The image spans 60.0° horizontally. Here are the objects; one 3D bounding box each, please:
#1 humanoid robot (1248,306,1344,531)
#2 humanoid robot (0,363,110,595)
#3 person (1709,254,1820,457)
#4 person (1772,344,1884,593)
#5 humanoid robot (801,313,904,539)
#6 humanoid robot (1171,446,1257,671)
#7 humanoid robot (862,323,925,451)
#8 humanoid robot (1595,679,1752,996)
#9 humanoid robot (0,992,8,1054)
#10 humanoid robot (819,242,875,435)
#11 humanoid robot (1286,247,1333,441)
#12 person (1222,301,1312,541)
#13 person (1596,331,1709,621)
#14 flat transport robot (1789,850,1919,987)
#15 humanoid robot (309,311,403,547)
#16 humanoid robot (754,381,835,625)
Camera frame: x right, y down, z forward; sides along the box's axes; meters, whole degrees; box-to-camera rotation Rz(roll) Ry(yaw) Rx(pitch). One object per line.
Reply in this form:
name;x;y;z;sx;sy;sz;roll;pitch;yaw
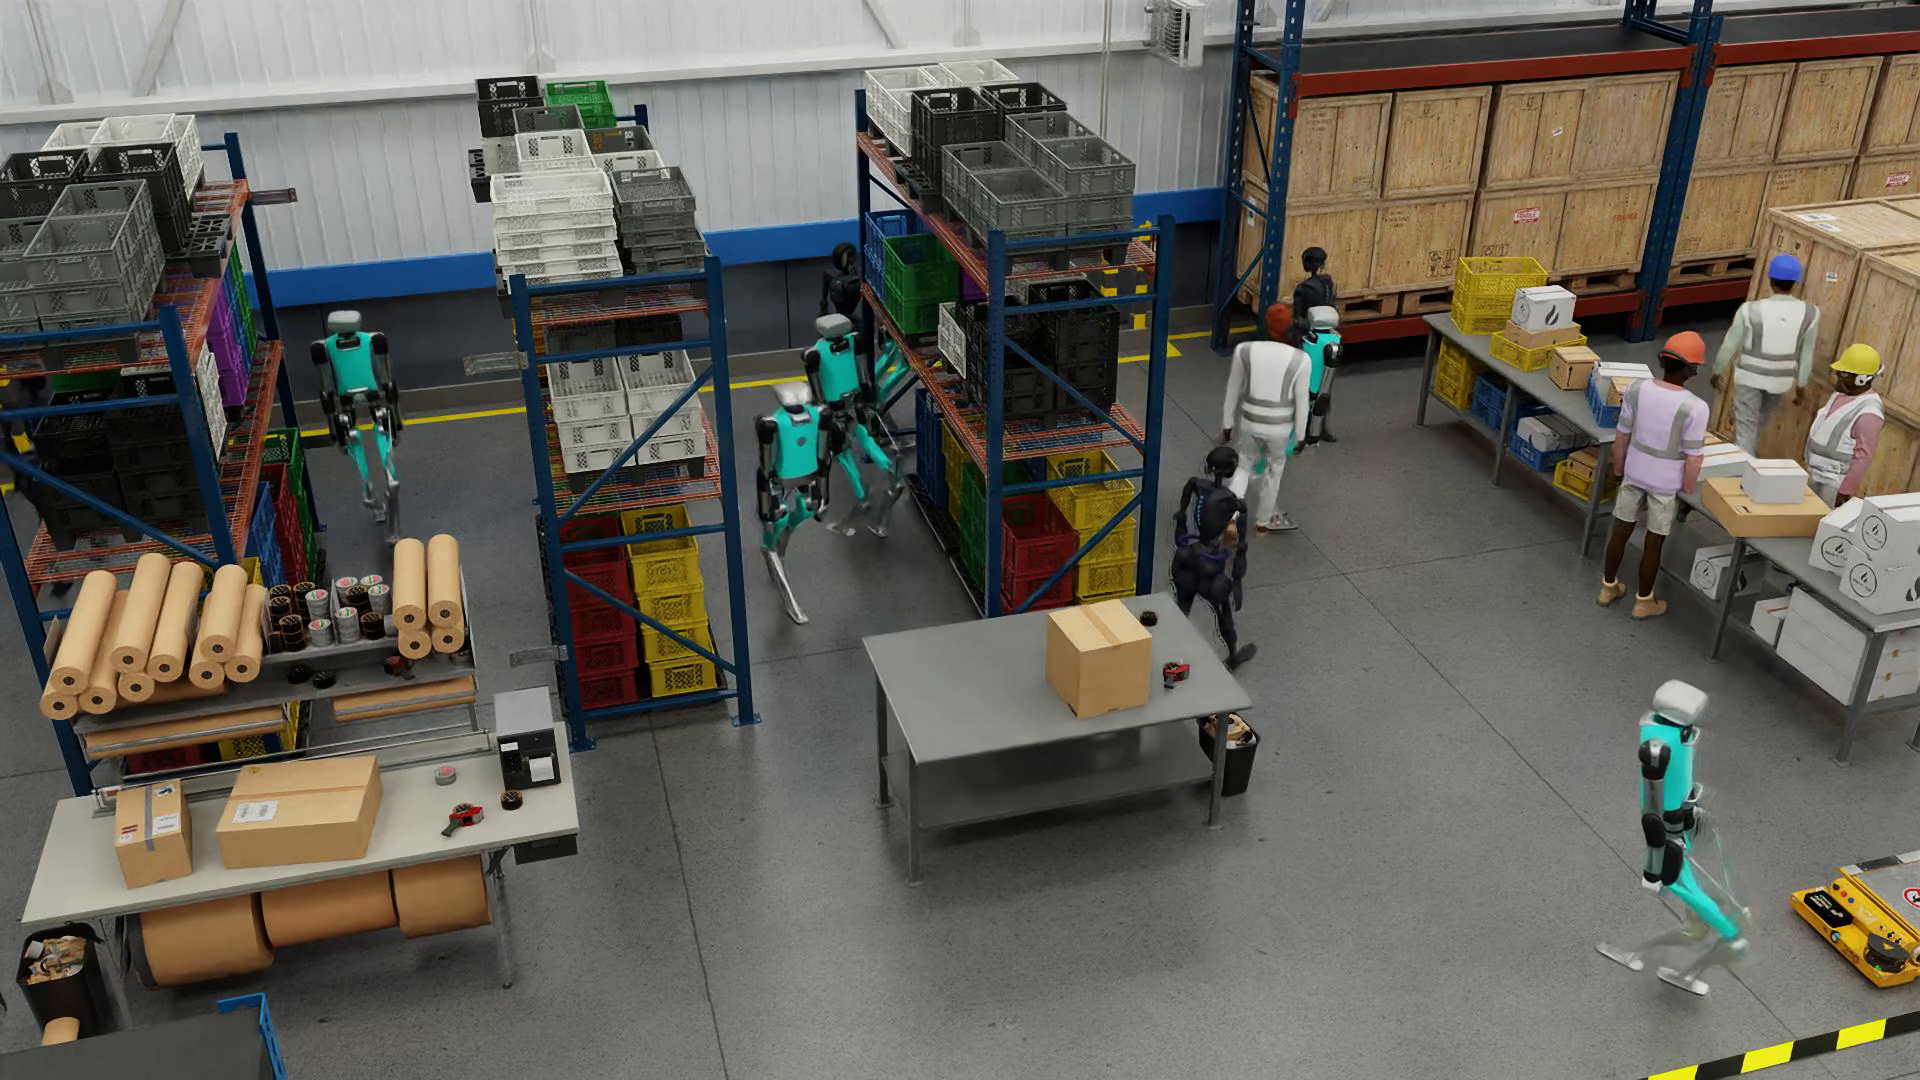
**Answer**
humanoid robot;2.340;-0.871;12.120;0.740;1.689;0.530;-5;29;-9
humanoid robot;-6.352;-0.467;11.611;0.595;1.630;0.793;-4;29;-6
person;6.134;-1.302;12.826;0.646;1.901;0.951;3;29;5
person;5.989;-0.482;11.414;0.403;1.830;0.598;4;29;6
humanoid robot;-0.690;-0.690;11.918;0.556;1.781;0.852;-23;36;-35
humanoid robot;1.562;0.144;10.468;0.740;1.630;0.601;-22;36;-35
humanoid robot;-0.588;-1.524;13.350;0.727;1.738;0.530;-22;36;-34
humanoid robot;3.516;1.522;7.871;0.819;1.770;0.557;18;34;30
humanoid robot;-4.490;1.937;7.187;0.589;1.642;0.605;-10;30;-18
humanoid robot;-0.917;-1.655;13.707;0.602;1.654;0.321;20;34;31
humanoid robot;2.828;-1.633;13.699;0.752;1.626;0.616;25;37;37
person;2.196;-0.816;11.992;0.599;1.864;0.615;12;31;21
person;4.642;-0.423;11.101;0.386;2.035;0.604;-20;35;-32
flat transport robot;5.163;1.916;8.676;1.431;0.231;0.659;-8;30;-14
humanoid robot;-4.274;-0.722;11.994;0.541;1.755;1.034;-11;31;-19
humanoid robot;-1.238;-0.324;11.283;0.544;1.815;0.913;-17;33;-27
